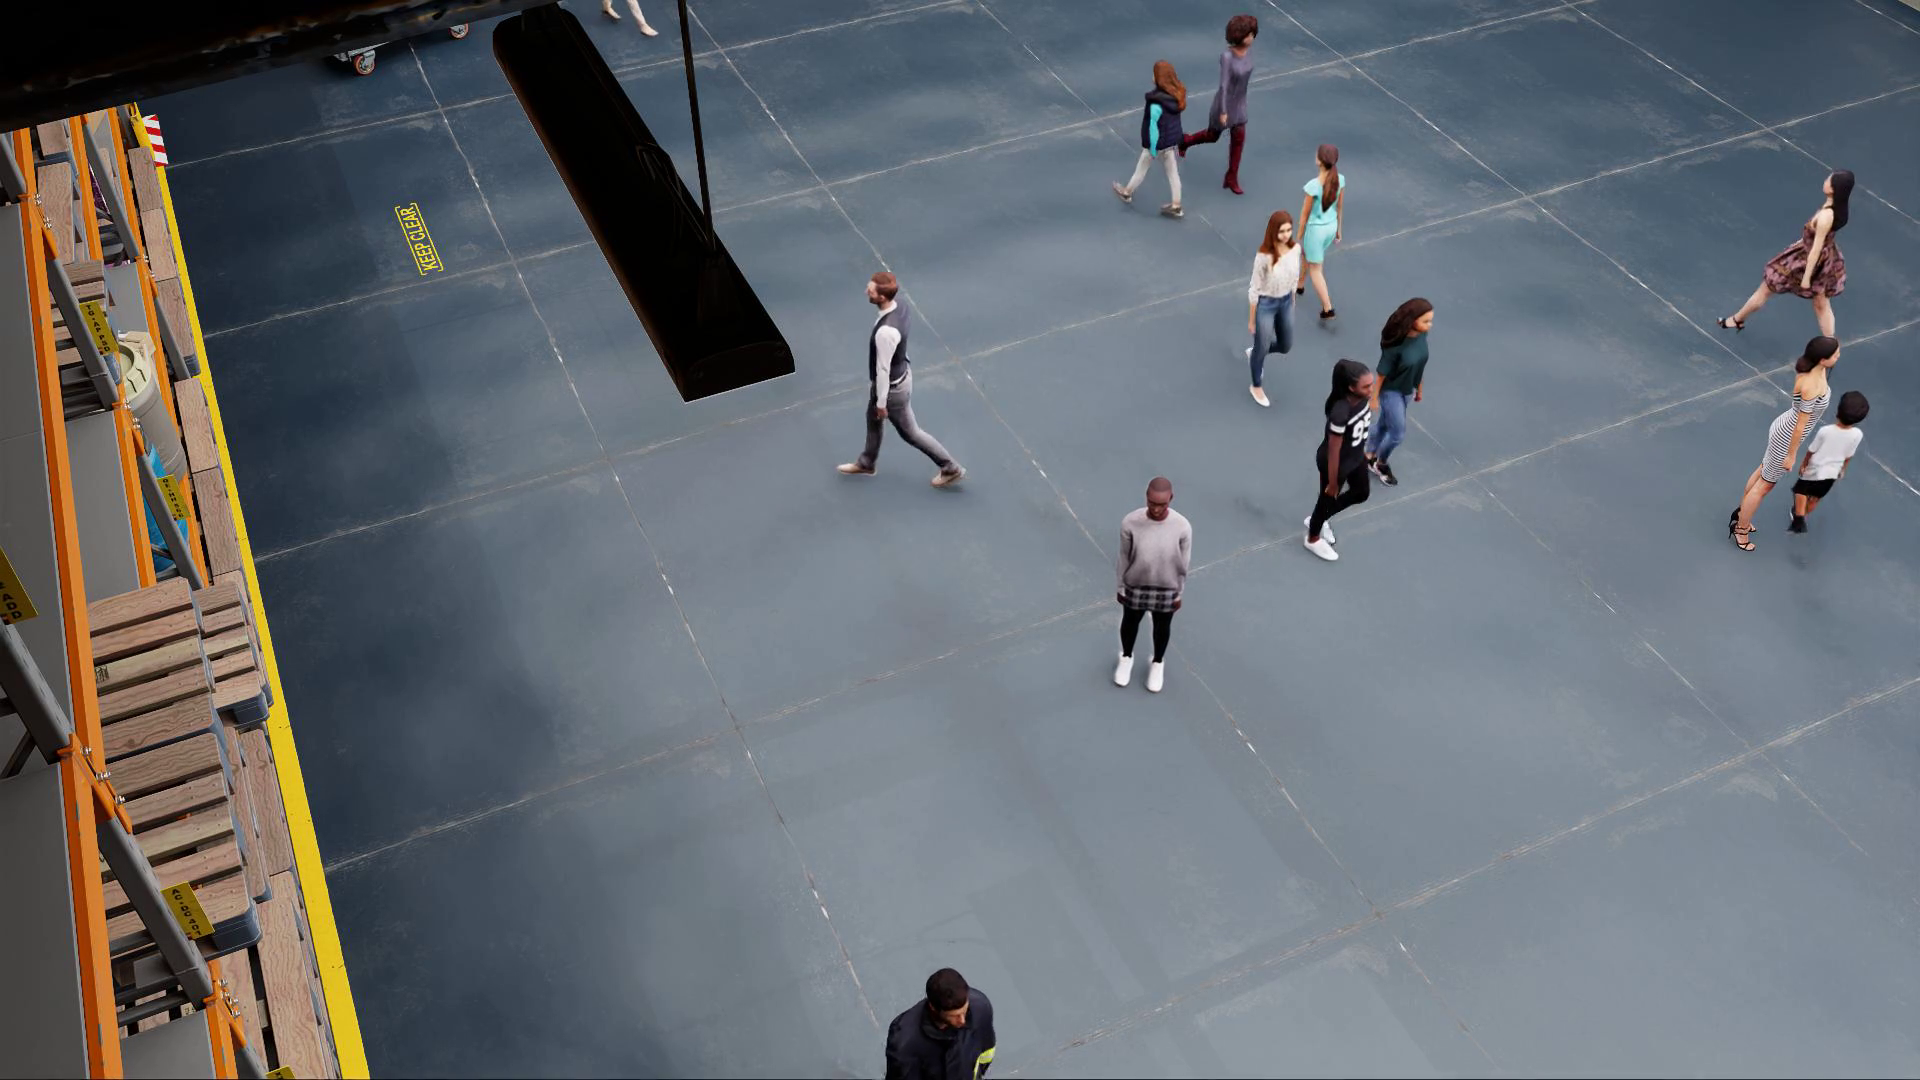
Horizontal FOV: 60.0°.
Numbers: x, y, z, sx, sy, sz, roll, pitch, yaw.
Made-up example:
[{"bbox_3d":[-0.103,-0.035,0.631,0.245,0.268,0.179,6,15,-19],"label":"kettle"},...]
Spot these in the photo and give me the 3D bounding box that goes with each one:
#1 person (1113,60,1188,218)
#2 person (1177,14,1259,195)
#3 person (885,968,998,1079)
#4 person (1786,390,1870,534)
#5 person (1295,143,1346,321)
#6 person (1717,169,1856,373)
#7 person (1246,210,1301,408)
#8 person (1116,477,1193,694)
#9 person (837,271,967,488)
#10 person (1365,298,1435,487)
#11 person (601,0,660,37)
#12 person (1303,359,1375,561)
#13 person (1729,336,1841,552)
[{"bbox_3d":[1.888,-3.579,15.024,1.031,1.451,0.809,29,51,27],"label":"person"},{"bbox_3d":[2.407,-4.034,15.332,0.776,1.684,1.123,-28,50,-26],"label":"person"},{"bbox_3d":[-0.156,2.611,8.194,0.824,1.910,1.013,-22,48,-21],"label":"person"},{"bbox_3d":[6.225,-0.505,11.942,0.668,1.251,0.757,6,44,7],"label":"person"},{"bbox_3d":[3.037,-2.536,13.875,0.566,1.526,1.023,-18,47,-18],"label":"person"},{"bbox_3d":[6.880,-2.128,13.309,0.874,1.716,1.286,-34,53,-30],"label":"person"},{"bbox_3d":[2.403,-1.864,13.029,0.598,1.719,0.715,-16,46,-16],"label":"person"},{"bbox_3d":[1.242,0.270,10.752,0.692,1.770,0.707,5,44,5],"label":"person"},{"bbox_3d":[-0.389,-1.116,12.110,1.148,1.904,1.265,3,44,3],"label":"person"},{"bbox_3d":[3.184,-1.154,12.366,0.673,1.606,0.705,-29,51,-27],"label":"person"},{"bbox_3d":[-3.690,-6.231,17.663,1.206,1.650,0.995,26,50,25],"label":"person"},{"bbox_3d":[2.595,-0.578,11.679,0.794,1.720,0.757,27,50,25],"label":"person"},{"bbox_3d":[5.807,-0.695,11.728,0.706,1.821,0.668,19,47,19],"label":"person"}]
